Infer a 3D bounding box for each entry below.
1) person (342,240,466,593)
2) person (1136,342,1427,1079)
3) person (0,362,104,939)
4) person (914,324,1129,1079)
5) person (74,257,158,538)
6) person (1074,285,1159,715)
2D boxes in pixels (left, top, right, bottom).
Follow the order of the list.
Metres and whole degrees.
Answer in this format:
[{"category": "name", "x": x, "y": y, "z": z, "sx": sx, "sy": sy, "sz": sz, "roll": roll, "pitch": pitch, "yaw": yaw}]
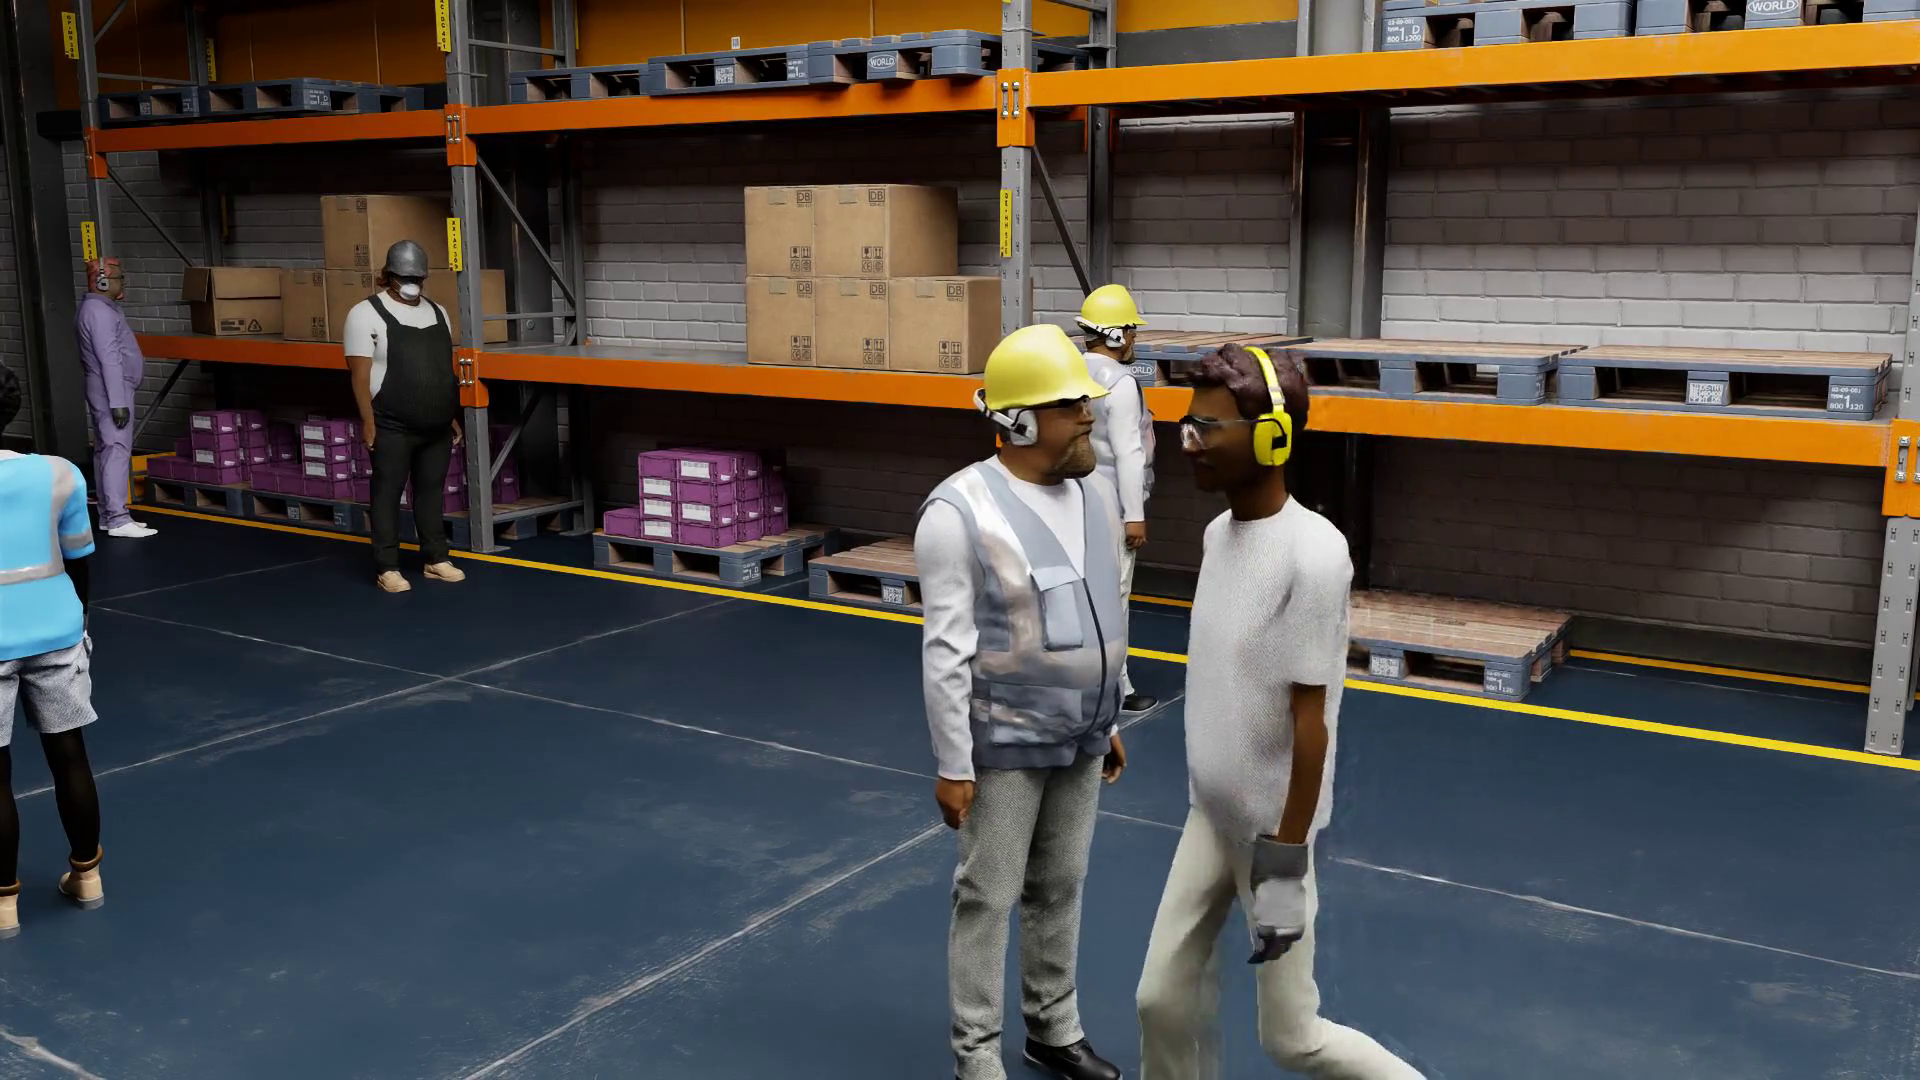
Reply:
[{"category": "person", "x": -3.171, "y": -0.730, "z": 9.678, "sx": 0.535, "sy": 2.000, "sz": 0.674, "roll": 8, "pitch": 13, "yaw": 36}, {"category": "person", "x": 0.633, "y": 0.541, "z": 3.201, "sx": 0.829, "sy": 1.842, "sz": 0.521, "roll": -4, "pitch": 11, "yaw": -20}, {"category": "person", "x": -2.786, "y": 0.309, "z": 4.865, "sx": 0.318, "sy": 1.699, "sz": 0.535, "roll": 7, "pitch": 12, "yaw": 35}, {"category": "person", "x": 0.172, "y": 0.432, "z": 3.800, "sx": 0.600, "sy": 1.836, "sz": 0.404, "roll": -10, "pitch": 14, "yaw": -44}, {"category": "person", "x": -5.777, "y": -0.970, "z": 11.377, "sx": 0.407, "sy": 1.906, "sz": 0.655, "roll": -7, "pitch": 12, "yaw": -35}, {"category": "person", "x": 0.628, "y": -0.168, "z": 7.138, "sx": 0.403, "sy": 1.834, "sz": 0.589, "roll": -5, "pitch": 11, "yaw": -26}]
